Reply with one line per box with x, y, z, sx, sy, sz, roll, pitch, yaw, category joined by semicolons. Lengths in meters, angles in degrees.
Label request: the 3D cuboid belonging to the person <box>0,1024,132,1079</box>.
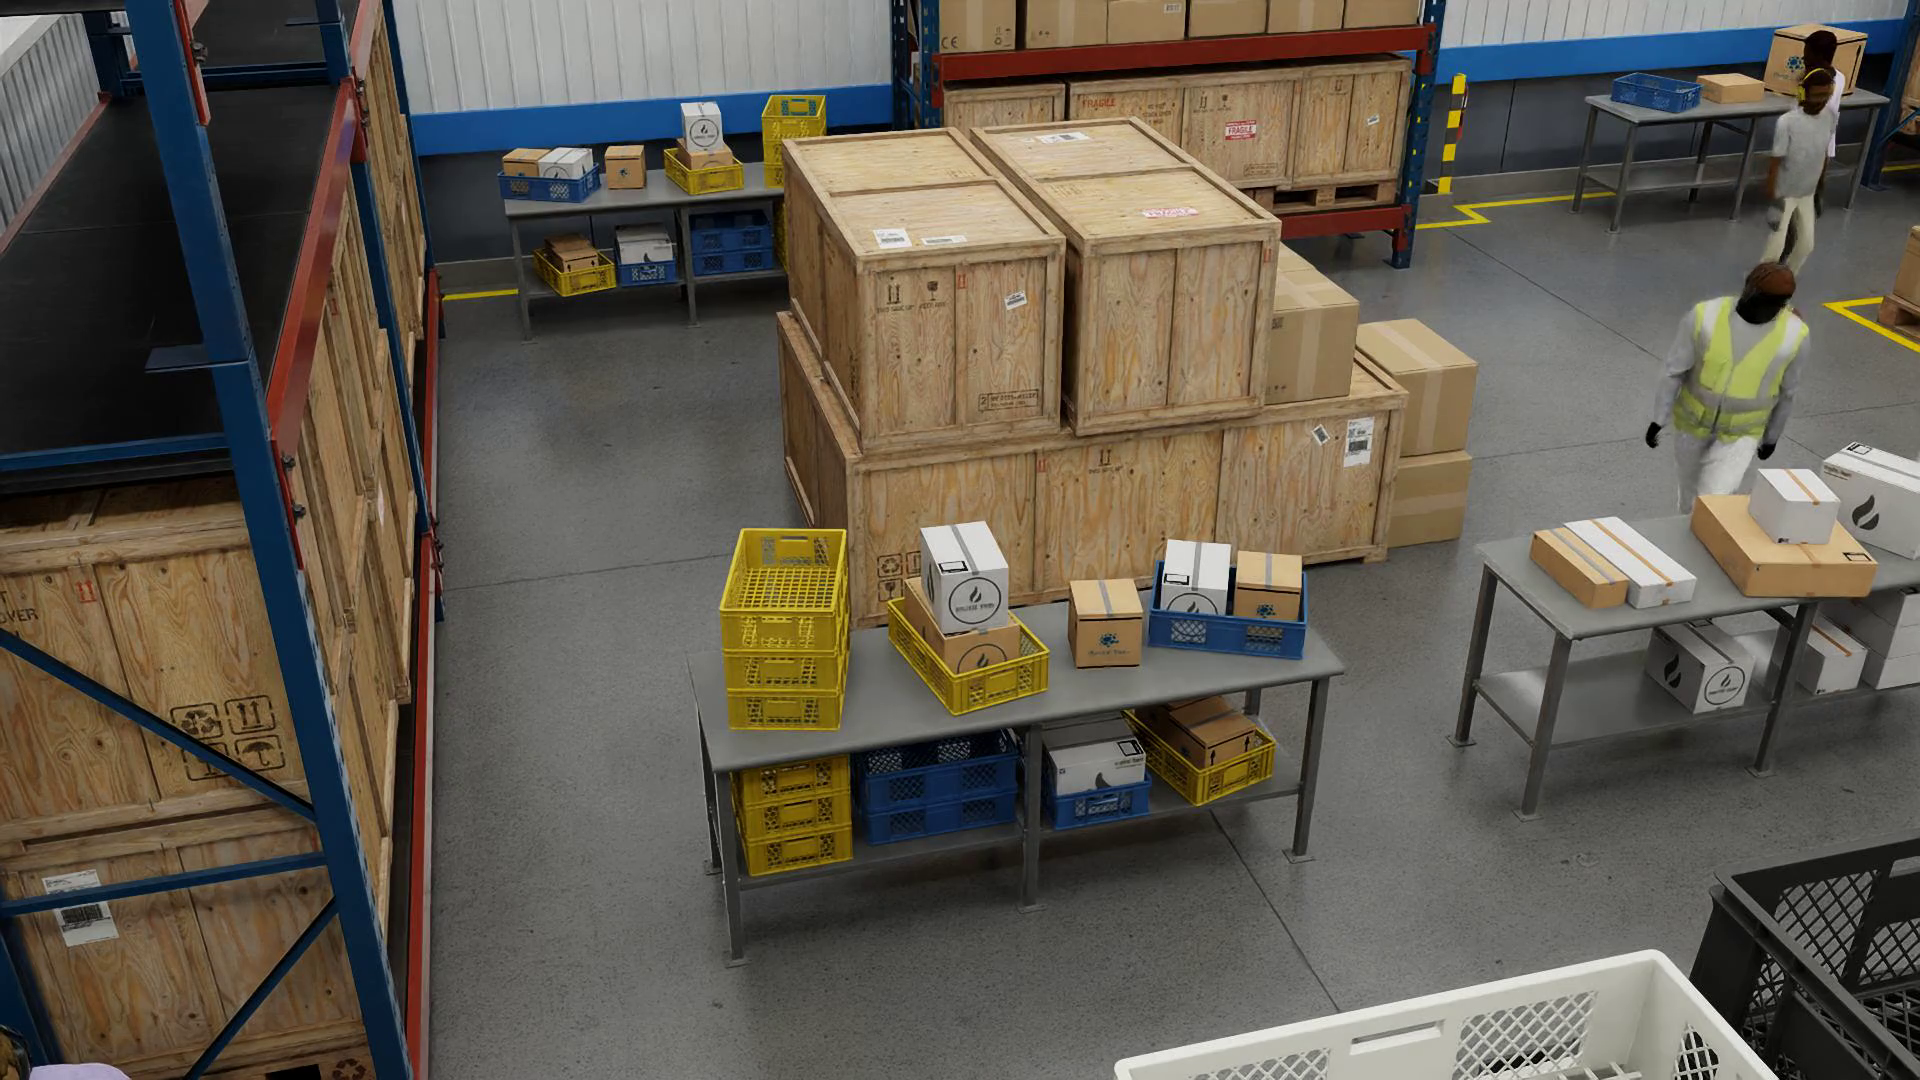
-2.159;1.867;3.995;0.625;1.933;0.374;-23;36;-36;person

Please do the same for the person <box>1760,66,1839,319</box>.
6.013;-2.448;11.898;0.562;1.861;0.401;-7;30;-13;person

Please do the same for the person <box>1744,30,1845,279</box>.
6.407;-2.890;12.645;0.391;1.915;0.587;23;37;36;person

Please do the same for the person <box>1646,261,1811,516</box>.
3.967;-0.632;8.683;0.643;1.792;0.975;17;33;28;person
